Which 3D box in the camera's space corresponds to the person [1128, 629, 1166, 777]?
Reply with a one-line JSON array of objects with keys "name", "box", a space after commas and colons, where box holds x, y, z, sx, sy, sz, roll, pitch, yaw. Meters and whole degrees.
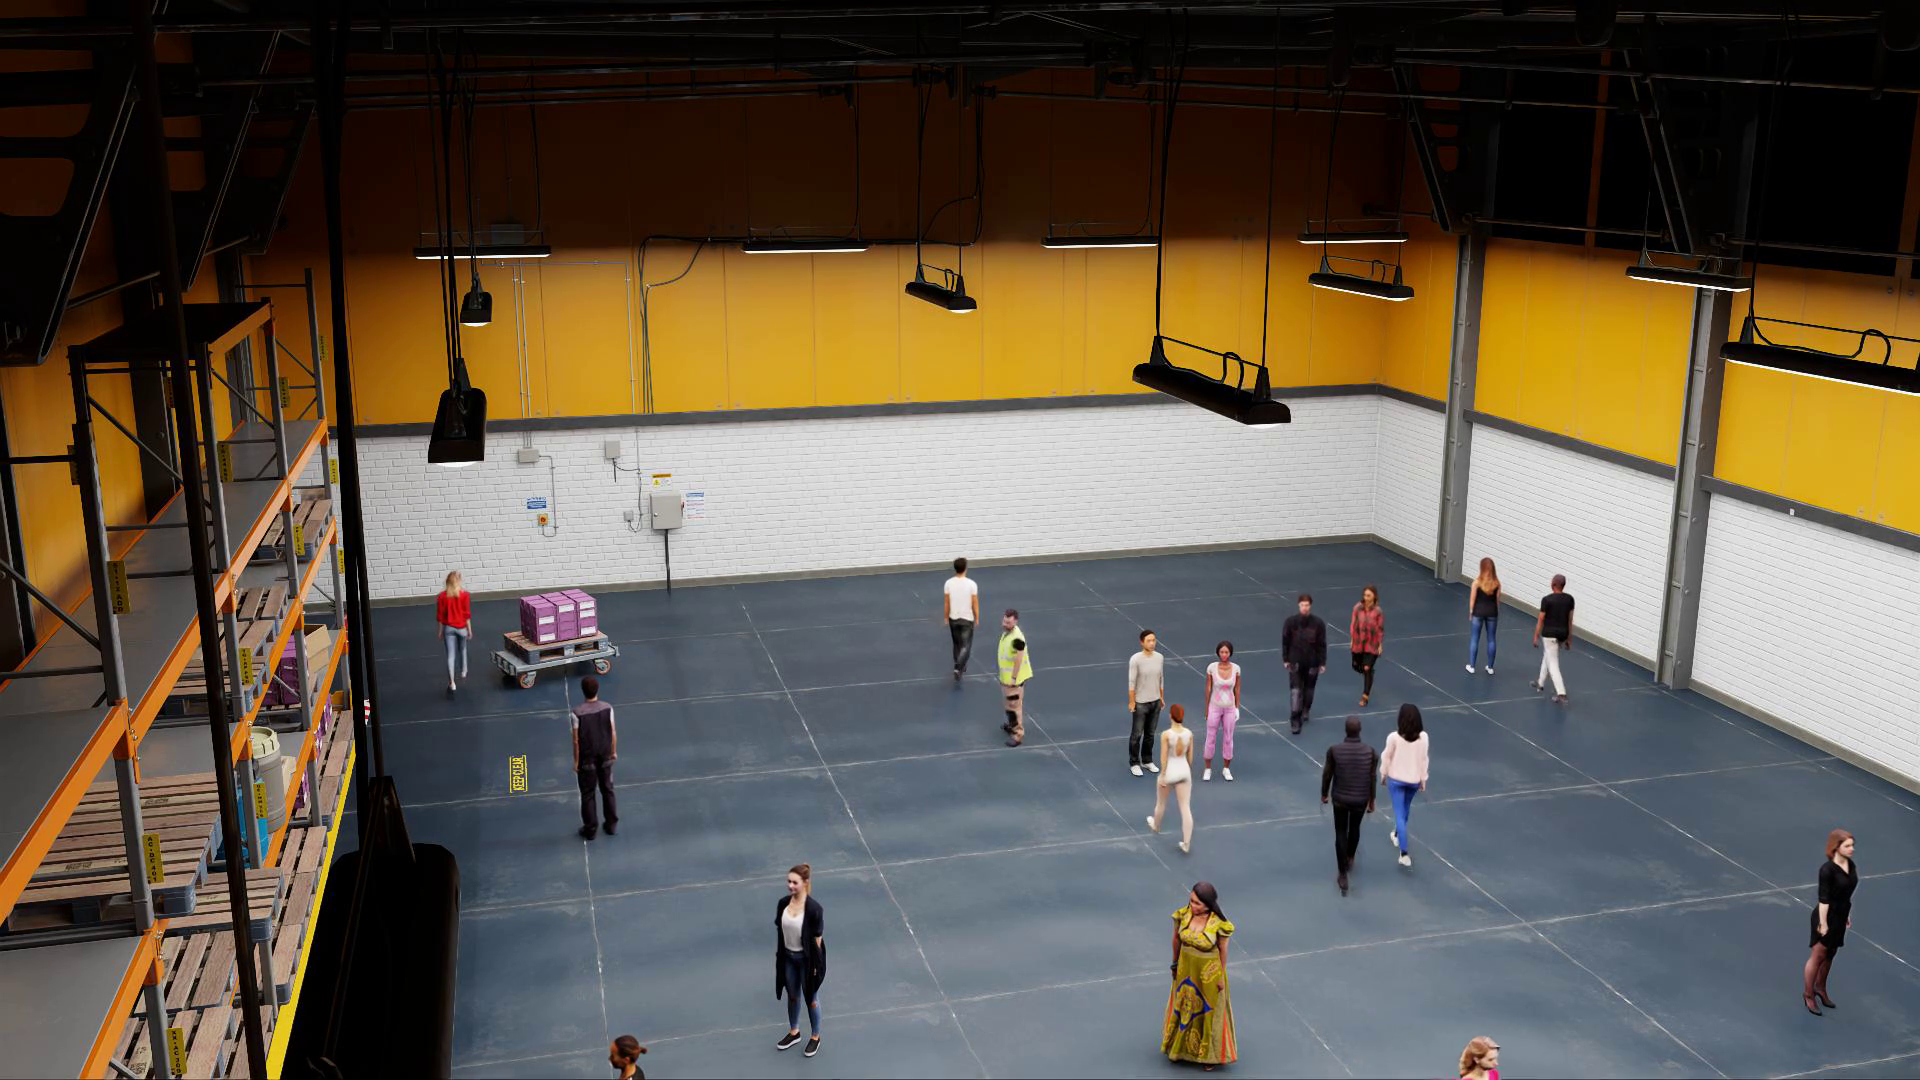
[{"name": "person", "box": [2.262, 1.961, 20.334, 0.699, 1.812, 0.626, -7, 15, -27]}]

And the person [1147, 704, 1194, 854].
[{"name": "person", "box": [2.381, 2.618, 18.074, 0.556, 1.598, 1.011, -4, 14, -15]}]

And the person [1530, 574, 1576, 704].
[{"name": "person", "box": [8.186, 1.389, 22.805, 0.661, 1.760, 1.188, -3, 14, -14]}]

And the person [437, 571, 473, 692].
[{"name": "person", "box": [-7.077, 1.329, 23.316, 0.627, 1.635, 1.223, -4, 14, -16]}]

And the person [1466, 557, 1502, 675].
[{"name": "person", "box": [7.610, 1.093, 24.111, 0.641, 1.722, 0.639, 1, 14, 6]}]

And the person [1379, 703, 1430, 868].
[{"name": "person", "box": [4.749, 2.634, 17.734, 0.875, 1.726, 1.213, 1, 14, 2]}]

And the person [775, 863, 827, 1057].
[{"name": "person", "box": [-1.345, 3.536, 14.099, 0.715, 1.684, 0.764, 7, 15, 26]}]

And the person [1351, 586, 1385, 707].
[{"name": "person", "box": [5.610, 1.425, 22.814, 0.895, 1.686, 0.939, 10, 17, 34]}]

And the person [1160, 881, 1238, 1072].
[{"name": "person", "box": [2.004, 3.604, 13.874, 0.994, 1.658, 1.040, 7, 15, 25]}]

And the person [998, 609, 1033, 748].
[{"name": "person", "box": [0.668, 1.710, 21.344, 0.994, 1.823, 0.650, 1, 14, 3]}]

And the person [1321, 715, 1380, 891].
[{"name": "person", "box": [4.018, 2.729, 17.188, 0.979, 1.798, 1.195, 2, 14, 8]}]

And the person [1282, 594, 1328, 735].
[{"name": "person", "box": [4.540, 1.593, 21.879, 1.033, 1.799, 1.267, 2, 14, 10]}]

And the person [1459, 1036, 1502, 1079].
[{"name": "person", "box": [3.444, 4.164, 11.531, 1.071, 1.672, 1.018, 8, 16, 29]}]

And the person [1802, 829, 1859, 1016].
[{"name": "person", "box": [7.716, 3.366, 14.755, 0.639, 1.706, 0.593, -8, 16, -31]}]

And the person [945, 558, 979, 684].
[{"name": "person", "box": [-0.006, 1.164, 23.691, 0.994, 1.781, 1.185, 4, 14, 15]}]

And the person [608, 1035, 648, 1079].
[{"name": "person", "box": [-2.241, 4.175, 11.495, 0.647, 1.668, 0.475, -3, 14, -10]}]

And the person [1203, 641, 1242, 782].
[{"name": "person", "box": [3.167, 2.054, 20.099, 0.630, 1.740, 0.601, 1, 14, 2]}]

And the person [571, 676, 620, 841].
[{"name": "person", "box": [-4.054, 2.399, 18.448, 0.720, 1.848, 0.673, -8, 16, -30]}]
